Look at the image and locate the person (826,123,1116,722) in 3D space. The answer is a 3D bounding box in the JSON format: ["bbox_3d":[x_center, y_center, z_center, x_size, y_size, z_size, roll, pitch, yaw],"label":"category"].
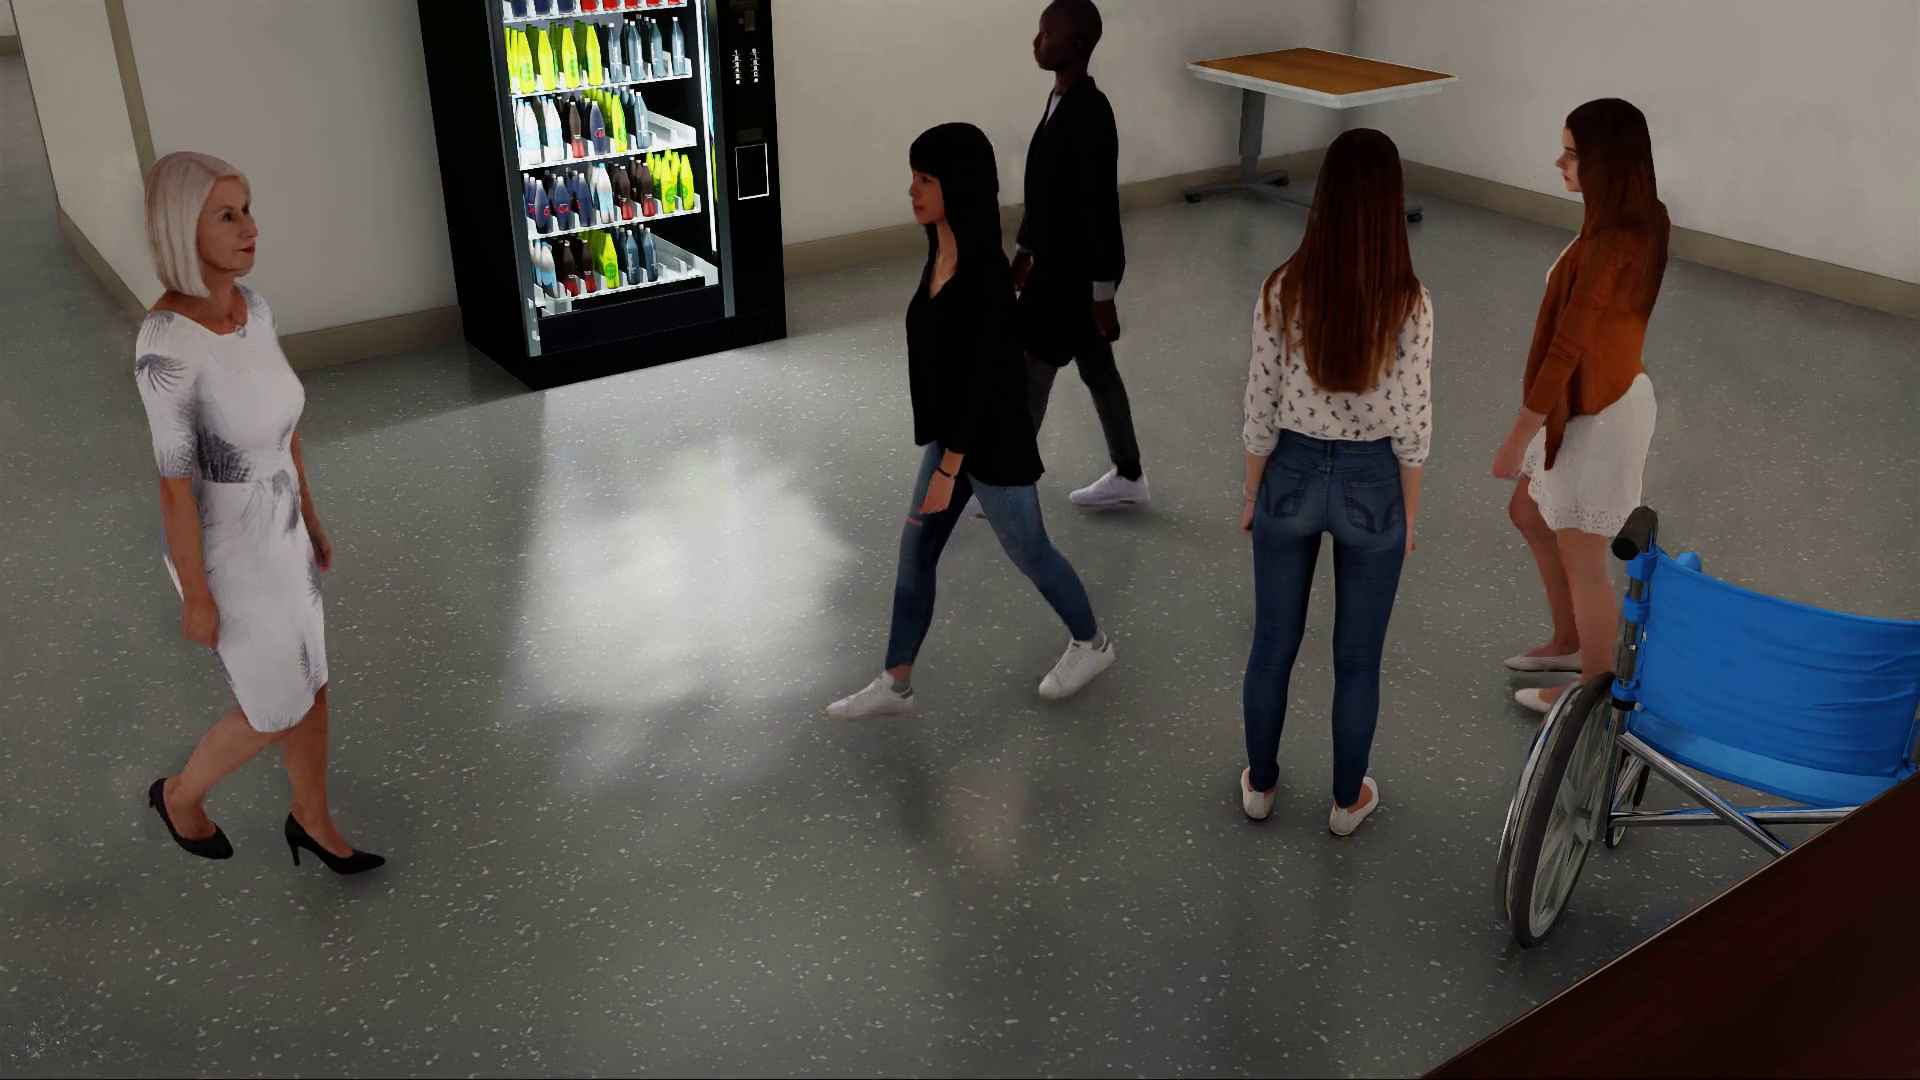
[{"bbox_3d":[0.116,-0.251,4.351,1.080,1.608,0.615,-15,29,-28],"label":"person"}]

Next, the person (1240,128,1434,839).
[{"bbox_3d":[0.867,-0.095,3.889,0.654,1.728,0.678,9,27,19],"label":"person"}]

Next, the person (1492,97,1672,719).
[{"bbox_3d":[1.729,-0.274,4.310,0.825,1.684,0.722,13,29,25],"label":"person"}]

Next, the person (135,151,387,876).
[{"bbox_3d":[-1.640,0.025,3.634,0.882,1.734,0.812,1,26,1],"label":"person"}]

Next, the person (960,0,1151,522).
[{"bbox_3d":[0.479,-0.866,5.488,1.156,1.729,0.975,-3,26,-6],"label":"person"}]
